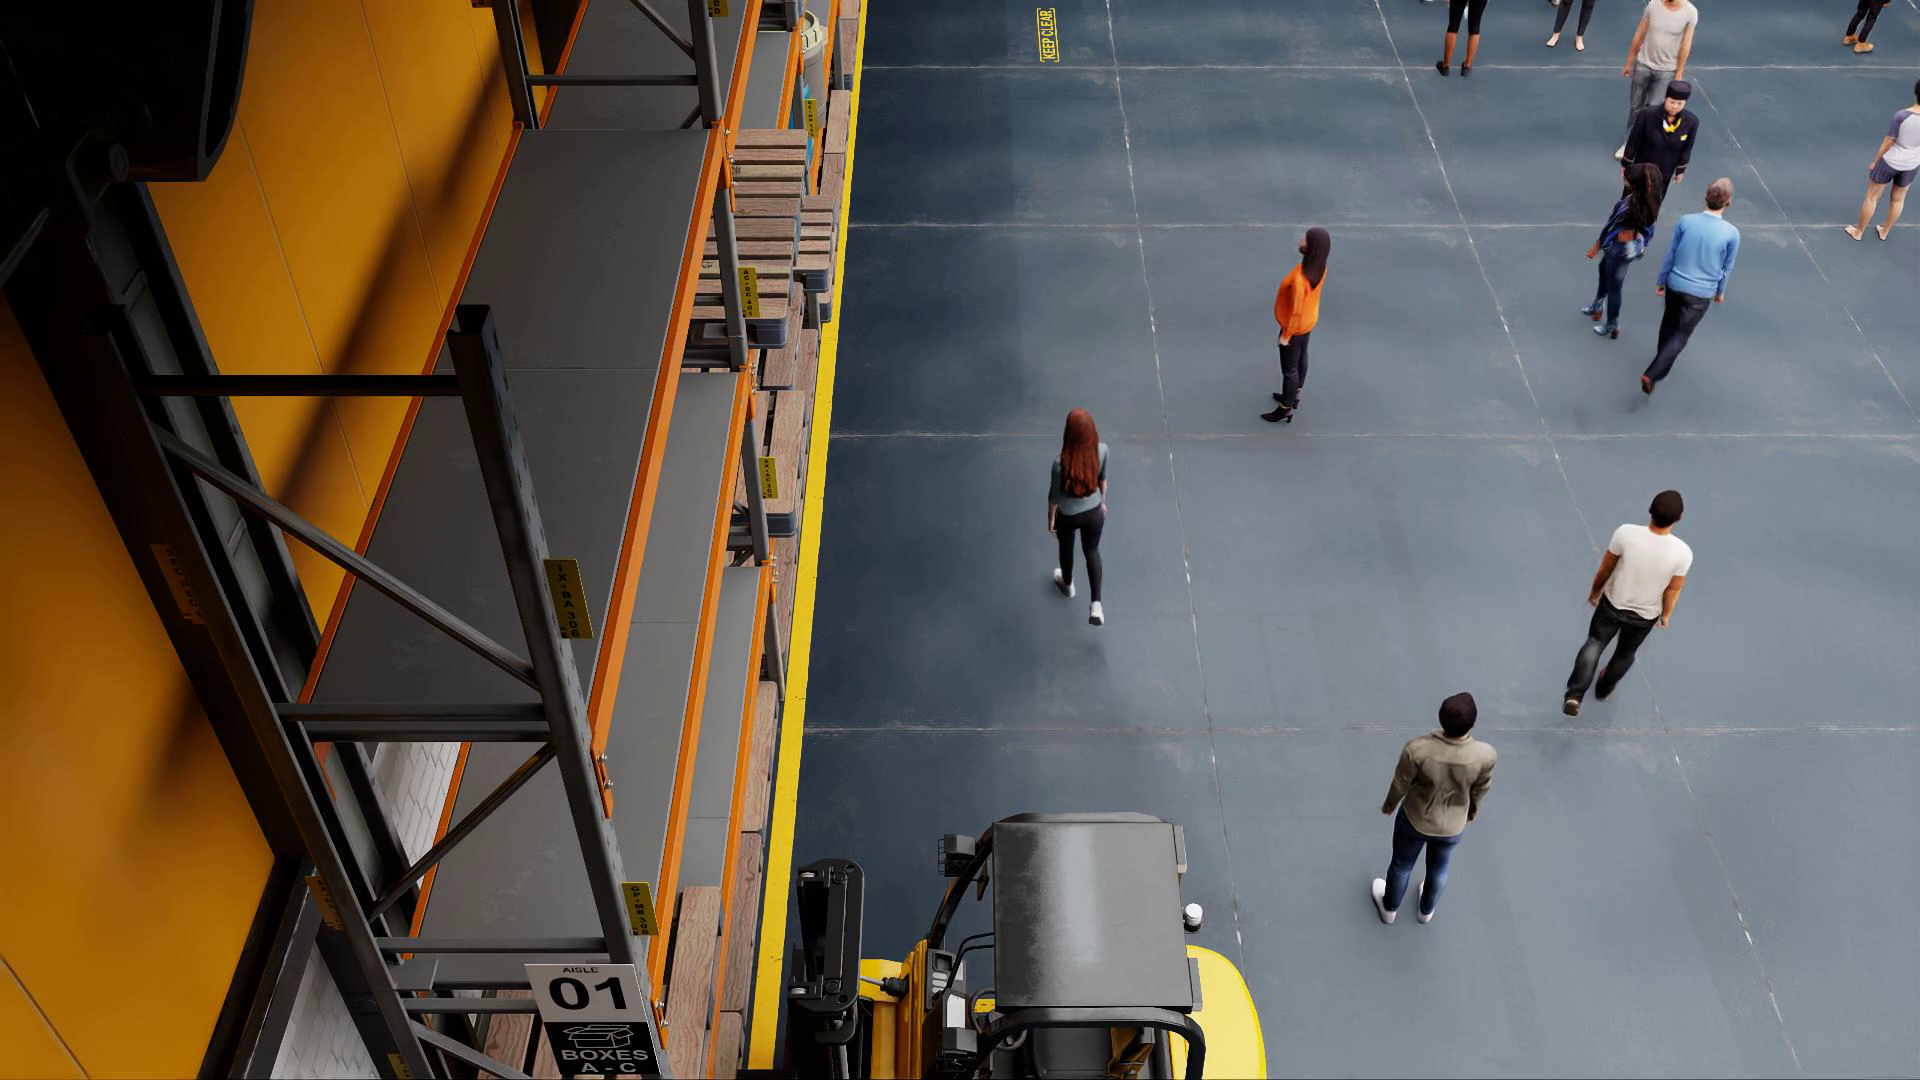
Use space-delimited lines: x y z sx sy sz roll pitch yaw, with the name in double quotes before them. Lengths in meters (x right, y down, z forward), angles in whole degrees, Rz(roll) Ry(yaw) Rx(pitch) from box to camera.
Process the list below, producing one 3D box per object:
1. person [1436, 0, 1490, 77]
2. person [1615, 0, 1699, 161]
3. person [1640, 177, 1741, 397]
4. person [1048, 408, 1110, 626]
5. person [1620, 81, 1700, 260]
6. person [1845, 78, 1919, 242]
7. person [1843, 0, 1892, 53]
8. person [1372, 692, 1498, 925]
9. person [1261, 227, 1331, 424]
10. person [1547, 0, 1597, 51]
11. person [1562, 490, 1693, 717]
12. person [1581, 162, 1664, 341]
"person" 5.147 -5.536 16.788 0.618 1.745 0.553 4 44 4
"person" 6.538 -4.460 15.558 0.835 1.884 0.879 26 49 24
"person" 5.689 -1.955 12.994 1.108 1.793 1.184 32 52 29
"person" 0.826 -0.131 11.126 0.776 1.728 1.052 -12 45 -13
"person" 5.998 -3.202 14.391 0.765 1.671 0.718 10 45 11
"person" 8.256 -3.345 14.617 0.571 1.567 0.536 3 44 3
"person" 9.573 -5.729 17.370 0.602 1.221 0.469 -11 45 -12
"person" 2.634 1.539 9.272 0.713 1.868 0.600 3 44 4
"person" 2.589 -1.651 12.708 0.768 1.748 0.656 21 47 21
"person" 6.514 -5.977 17.234 0.664 1.768 0.616 11 45 11
"person" 4.189 0.458 10.465 0.925 1.788 1.066 21 48 21
"person" 5.452 -2.319 13.507 0.770 1.613 0.828 -33 53 -30
